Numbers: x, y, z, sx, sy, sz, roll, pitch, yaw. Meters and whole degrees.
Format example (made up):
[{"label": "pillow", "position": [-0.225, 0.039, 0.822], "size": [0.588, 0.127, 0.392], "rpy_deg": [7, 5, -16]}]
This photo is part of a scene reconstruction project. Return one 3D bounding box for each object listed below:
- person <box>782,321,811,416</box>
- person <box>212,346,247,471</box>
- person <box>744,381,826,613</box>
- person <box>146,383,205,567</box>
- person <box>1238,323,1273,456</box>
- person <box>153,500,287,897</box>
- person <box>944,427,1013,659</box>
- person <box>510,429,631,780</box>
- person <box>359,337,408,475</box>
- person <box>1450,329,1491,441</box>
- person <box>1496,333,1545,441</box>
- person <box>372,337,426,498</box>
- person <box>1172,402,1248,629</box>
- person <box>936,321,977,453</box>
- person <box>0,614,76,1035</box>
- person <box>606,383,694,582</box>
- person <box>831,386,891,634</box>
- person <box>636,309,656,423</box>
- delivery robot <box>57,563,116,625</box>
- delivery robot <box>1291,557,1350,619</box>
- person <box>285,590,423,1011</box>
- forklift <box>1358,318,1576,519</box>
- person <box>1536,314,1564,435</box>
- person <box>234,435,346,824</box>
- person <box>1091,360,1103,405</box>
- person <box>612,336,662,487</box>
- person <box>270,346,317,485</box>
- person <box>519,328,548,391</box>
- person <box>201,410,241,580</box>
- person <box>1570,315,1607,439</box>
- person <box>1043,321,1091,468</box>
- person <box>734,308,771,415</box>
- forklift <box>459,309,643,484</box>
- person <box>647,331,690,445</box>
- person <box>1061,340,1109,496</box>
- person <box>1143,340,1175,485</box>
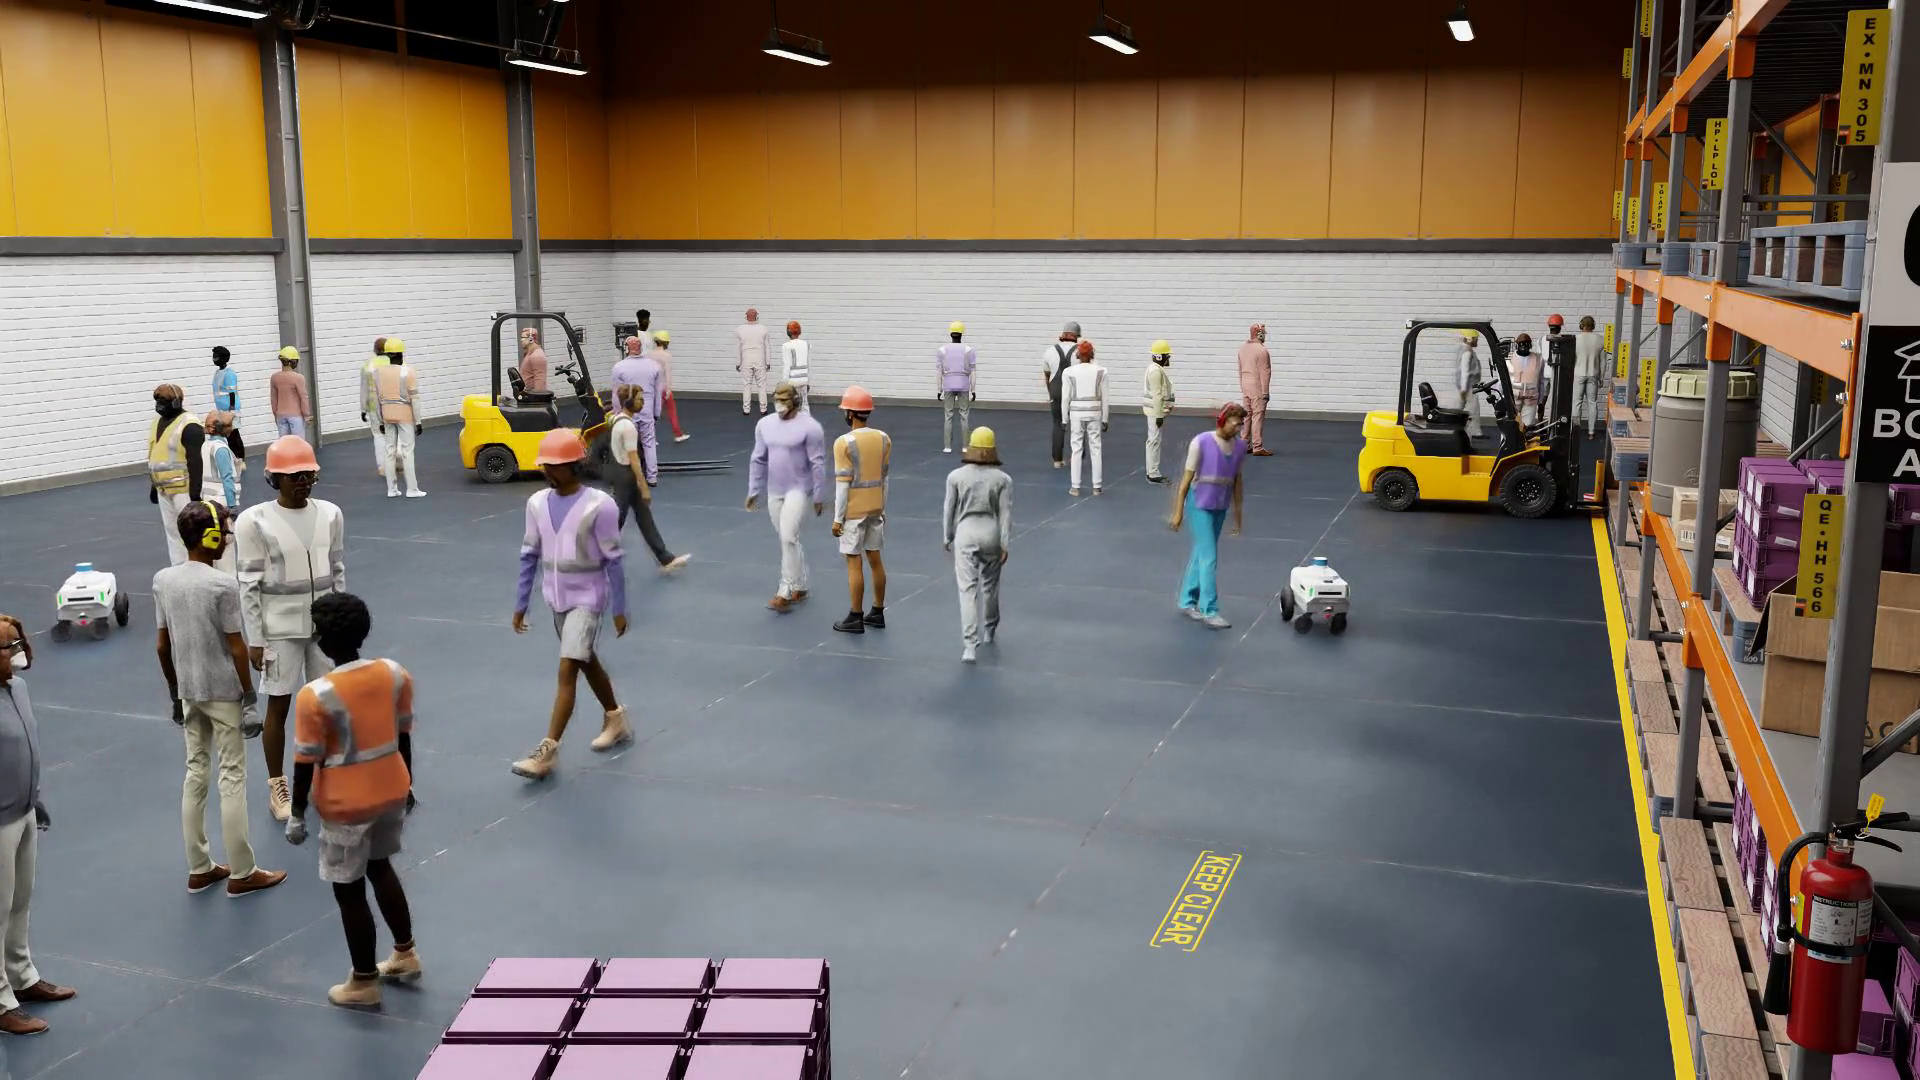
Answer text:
[{"label": "person", "position": [-2.488, -2.381, 25.273], "size": [0.342, 1.881, 0.579], "rpy_deg": [8, 13, 39]}, {"label": "person", "position": [-9.830, -1.758, 22.304], "size": [0.320, 1.692, 0.530], "rpy_deg": [-10, 14, -43]}, {"label": "person", "position": [-1.501, -0.354, 13.789], "size": [0.642, 1.910, 0.880], "rpy_deg": [6, 12, 31]}, {"label": "person", "position": [-6.841, -0.448, 14.537], "size": [0.625, 1.841, 0.429], "rpy_deg": [7, 12, 33]}, {"label": "person", "position": [4.282, -2.168, 24.007], "size": [0.409, 1.909, 0.640], "rpy_deg": [-5, 11, -25]}, {"label": "person", "position": [-3.480, 0.739, 7.761], "size": [0.520, 1.865, 0.327], "rpy_deg": [4, 11, 19]}, {"label": "person", "position": [0.136, 0.007, 12.364], "size": [0.503, 1.692, 0.918], "rpy_deg": [0, 10, -2]}, {"label": "person", "position": [-2.277, 0.343, 9.649], "size": [0.634, 1.984, 1.072], "rpy_deg": [5, 11, 28]}, {"label": "person", "position": [-7.533, -1.741, 21.807], "size": [0.646, 1.821, 0.547], "rpy_deg": [-5, 11, -28]}, {"label": "person", "position": [7.817, -2.441, 25.828], "size": [0.843, 1.807, 0.586], "rpy_deg": [1, 10, 8]}, {"label": "person", "position": [7.596, -1.875, 22.544], "size": [0.634, 1.840, 0.429], "rpy_deg": [1, 10, 6]}, {"label": "person", "position": [-6.725, -1.456, 19.929], "size": [0.587, 1.930, 0.355], "rpy_deg": [2, 10, 11]}, {"label": "person", "position": [2.052, -0.199, 13.244], "size": [0.644, 1.788, 0.822], "rpy_deg": [-8, 13, -38]}, {"label": "person", "position": [-0.051, -2.217, 24.225], "size": [0.592, 1.926, 0.366], "rpy_deg": [1, 10, 3]}, {"label": "person", "position": [-3.692, 1.084, 6.459], "size": [0.280, 1.634, 0.498], "rpy_deg": [-1, 10, -8]}, {"label": "person", "position": [-2.888, -0.510, 14.964], "size": [0.960, 1.793, 0.540], "rpy_deg": [-3, 10, -15]}, {"label": "person", "position": [-0.789, -0.237, 13.031], "size": [0.347, 1.943, 0.544], "rpy_deg": [9, 14, 42]}, {"label": "person", "position": [-5.379, -2.933, 28.196], "size": [0.393, 1.957, 0.604], "rpy_deg": [9, 14, 42]}, {"label": "delivery robot", "position": [-6.806, 0.421, 12.966], "size": [0.477, 0.478, 0.707], "rpy_deg": [-4, 11, -20]}, {"label": "delivery robot", "position": [2.856, 0.380, 13.198], "size": [0.477, 0.478, 0.707], "rpy_deg": [0, 10, -1]}, {"label": "person", "position": [-2.386, 1.035, 6.568], "size": [0.354, 1.691, 0.553], "rpy_deg": [5, 11, 25]}, {"label": "forklift", "position": [5.787, -1.437, 19.079], "size": [2.313, 2.155, 1.214], "rpy_deg": [3, 11, 19]}, {"label": "person", "position": [9.445, -2.629, 26.510], "size": [0.352, 1.941, 0.543], "rpy_deg": [-7, 13, -36]}, {"label": "person", "position": [-3.492, 0.460, 8.819], "size": [0.381, 2.045, 0.605], "rpy_deg": [8, 13, 37]}, {"label": "person", "position": [1.838, -2.051, 24.157], "size": [0.516, 1.617, 0.688], "rpy_deg": [0, 10, 3]}, {"label": "person", "position": [-4.050, -1.592, 20.794], "size": [0.645, 1.899, 0.401], "rpy_deg": [-7, 12, -34]}, {"label": "person", "position": [-8.405, -1.553, 20.938], "size": [0.533, 1.767, 0.327], "rpy_deg": [3, 11, 18]}, {"label": "person", "position": [-5.844, -1.950, 22.775], "size": [0.401, 1.910, 0.641], "rpy_deg": [-3, 11, -18]}, {"label": "person", "position": [-6.298, -0.294, 14.210], "size": [0.310, 1.639, 0.514], "rpy_deg": [-8, 13, -39]}, {"label": "person", "position": [9.750, -2.528, 25.948], "size": [0.632, 1.940, 0.372], "rpy_deg": [1, 10, 3]}, {"label": "person", "position": [1.486, -2.007, 22.724], "size": [0.697, 2.000, 0.545], "rpy_deg": [3, 11, 19]}, {"label": "person", "position": [-3.688, -3.172, 29.662], "size": [0.639, 1.909, 0.409], "rpy_deg": [-1, 10, -6]}, {"label": "forklift", "position": [-5.354, -1.902, 21.697], "size": [2.313, 2.155, 1.214], "rpy_deg": [-2, 10, -13]}, {"label": "person", "position": [-4.484, -2.305, 25.264], "size": [0.537, 1.728, 0.873], "rpy_deg": [6, 12, 30]}, {"label": "person", "position": [1.515, -1.462, 20.136], "size": [0.592, 1.889, 0.446], "rpy_deg": [0, 10, 1]}, {"label": "person", "position": [2.532, -1.628, 21.169], "size": [0.403, 1.835, 0.586], "rpy_deg": [0, 10, 3]}]
